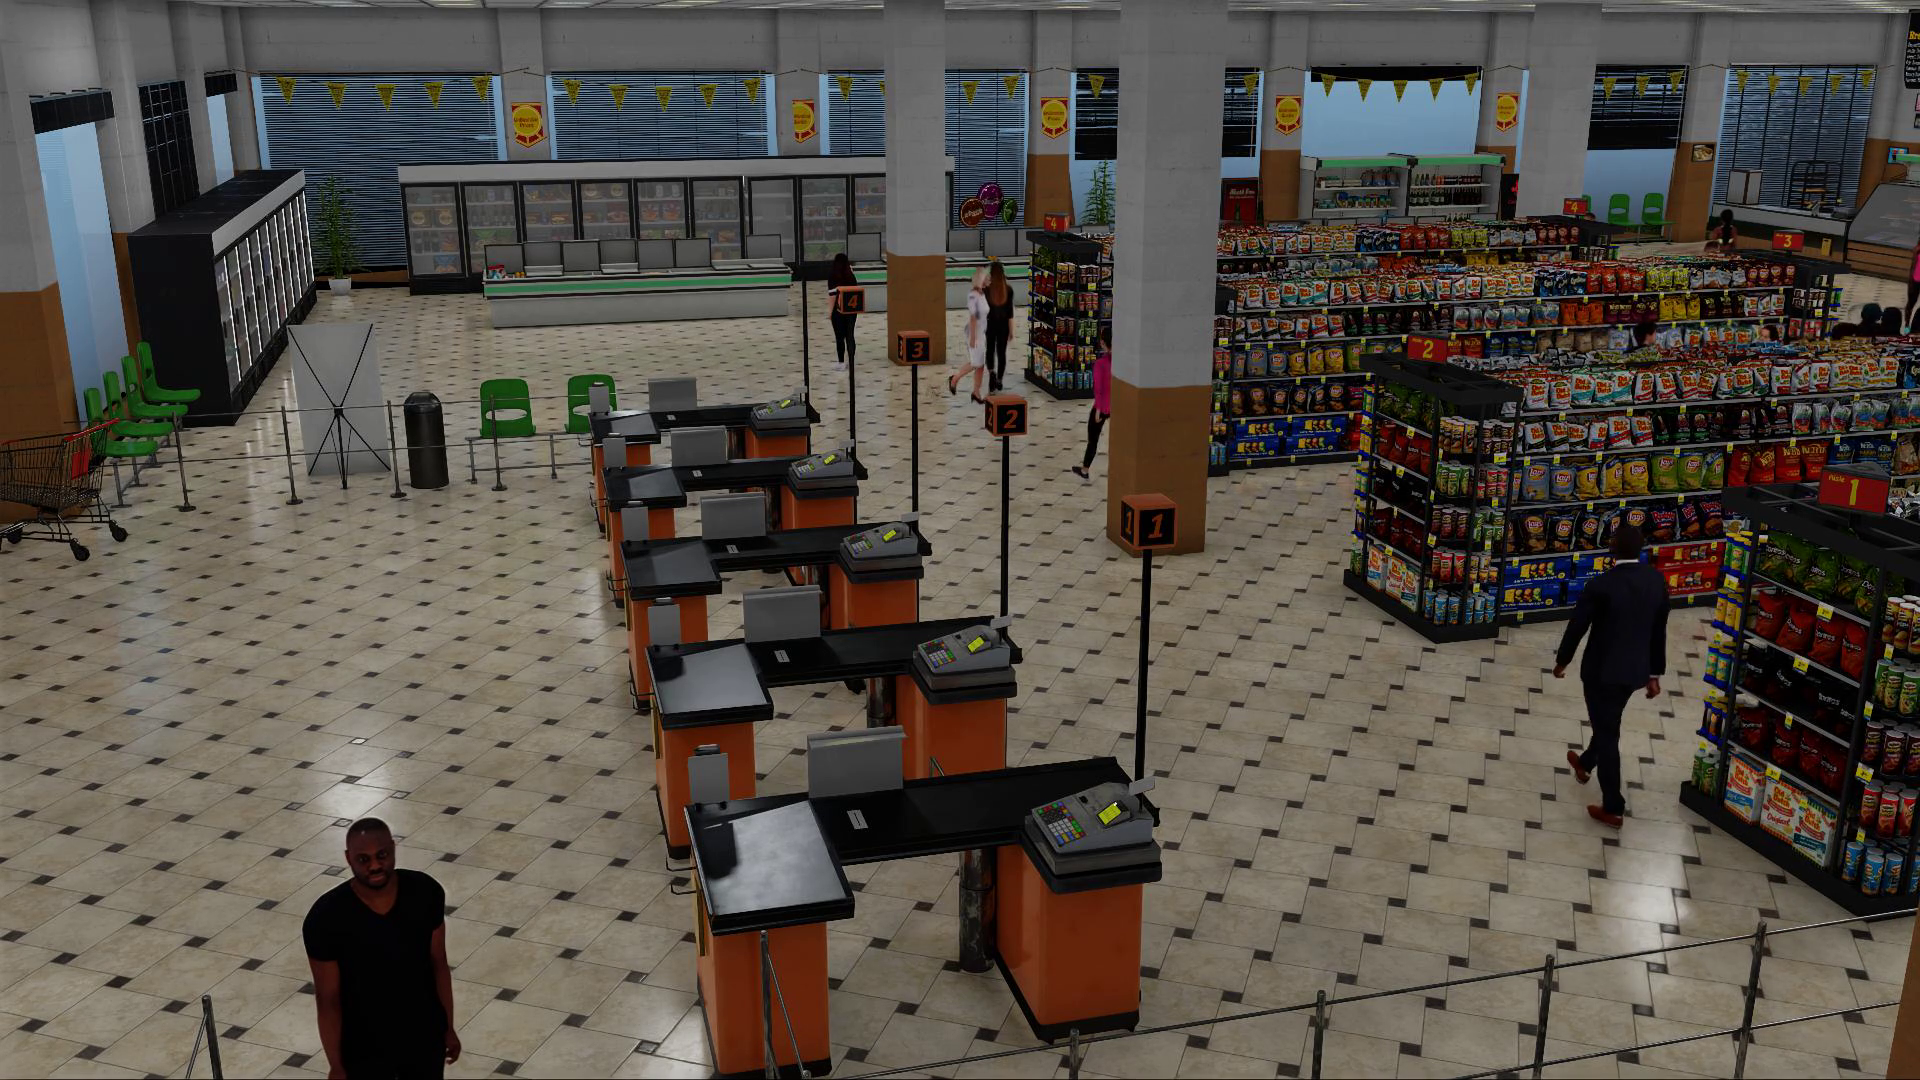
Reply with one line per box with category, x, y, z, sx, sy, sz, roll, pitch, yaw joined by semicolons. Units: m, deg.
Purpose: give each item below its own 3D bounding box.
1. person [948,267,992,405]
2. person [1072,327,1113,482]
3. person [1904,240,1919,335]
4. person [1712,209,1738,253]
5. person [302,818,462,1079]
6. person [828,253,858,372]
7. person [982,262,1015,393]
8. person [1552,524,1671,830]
person;0.125;-2.579;21.094;0.936;1.720;0.862;9;19;27
person;1.582;-1.287;16.949;1.119;1.655;0.897;-11;20;-32
person;14.915;-4.022;25.888;1.026;1.695;0.898;2;17;7
person;12.774;-4.657;27.878;0.570;1.753;0.691;2;17;7
person;-2.140;1.875;6.254;0.632;1.819;0.798;-12;21;-35
person;-1.638;-3.189;23.240;0.620;1.639;0.739;-11;20;-32
person;0.480;-2.746;21.684;0.960;1.695;0.800;0;17;-1
person;3.884;0.825;9.755;1.003;1.794;0.791;-4;17;-11
